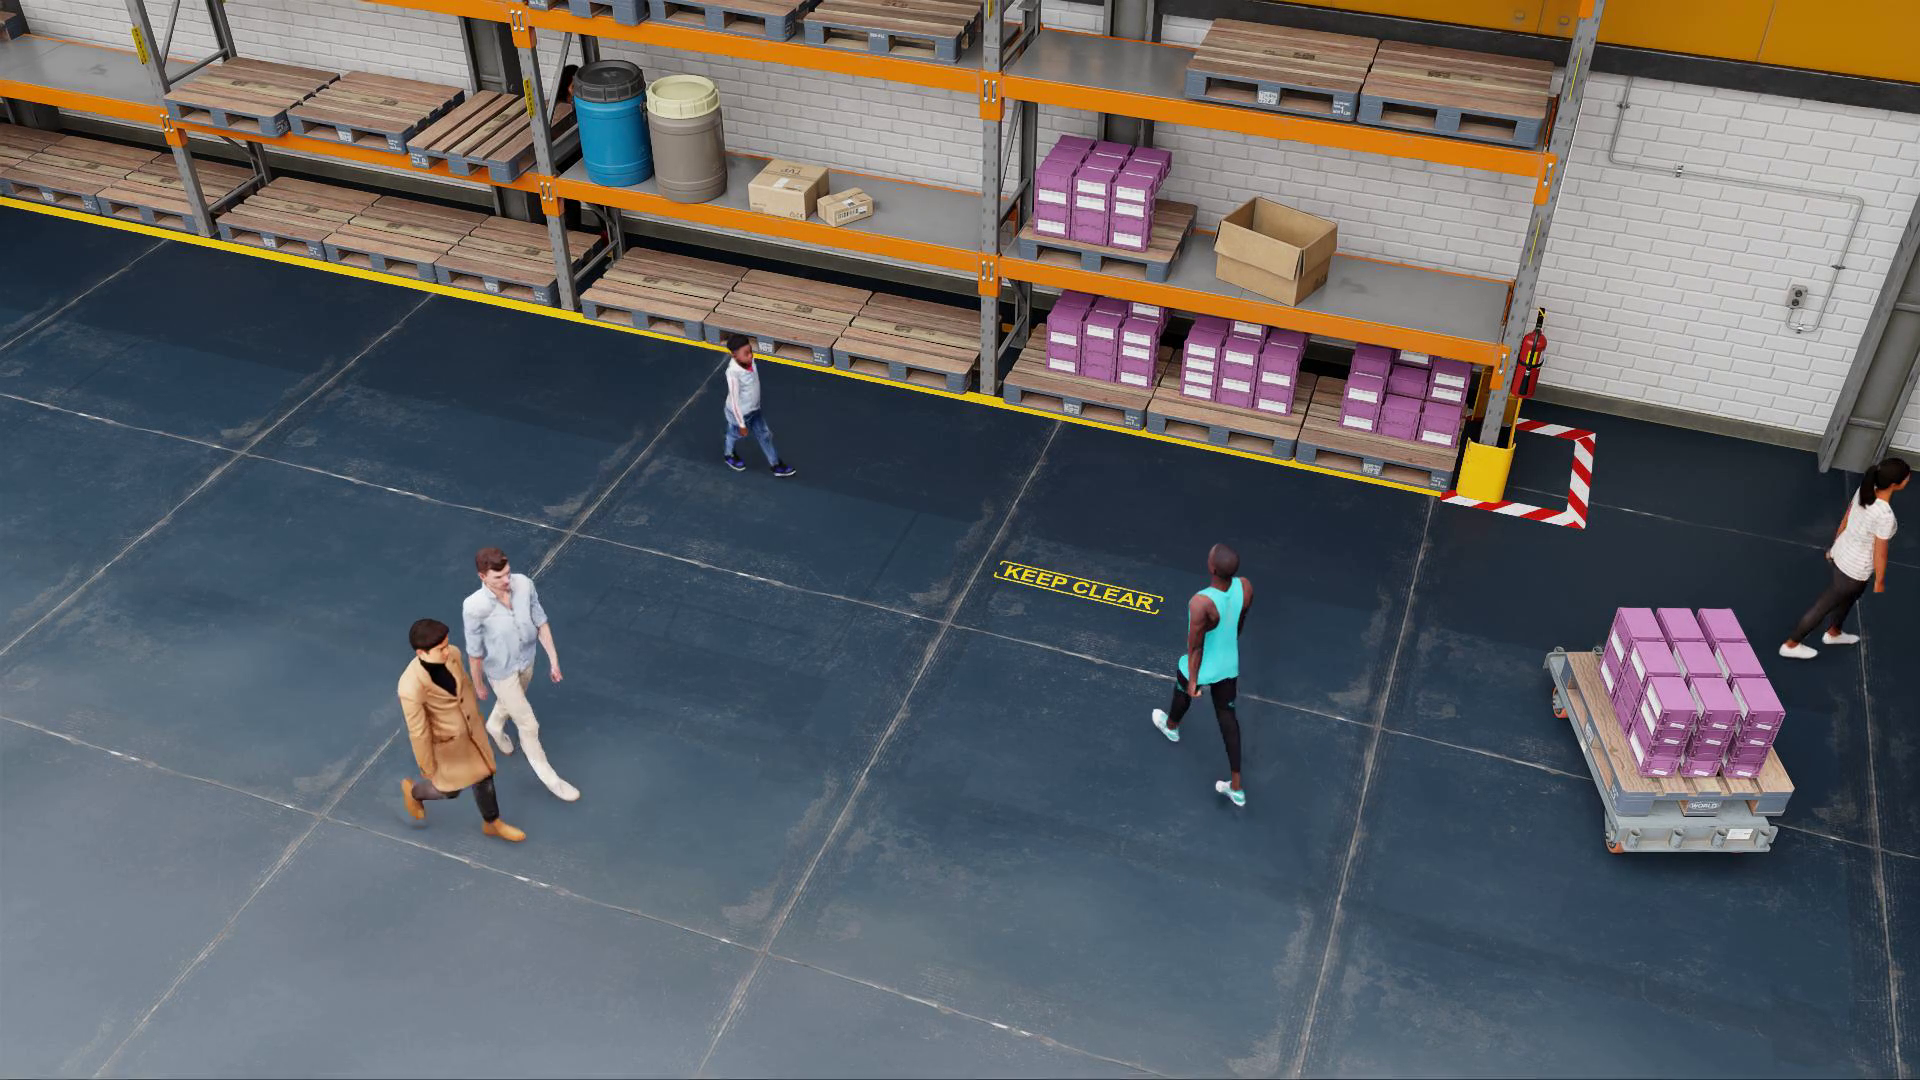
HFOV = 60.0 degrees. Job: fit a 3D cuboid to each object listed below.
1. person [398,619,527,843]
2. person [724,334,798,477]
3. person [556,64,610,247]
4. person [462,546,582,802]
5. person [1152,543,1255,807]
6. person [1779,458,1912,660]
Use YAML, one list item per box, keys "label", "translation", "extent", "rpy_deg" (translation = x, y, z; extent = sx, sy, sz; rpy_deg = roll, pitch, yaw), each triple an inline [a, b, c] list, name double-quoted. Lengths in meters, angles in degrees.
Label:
- label: "person"
  translation: [-3.019, 1.104, 9.636]
  extent: [1.007, 1.702, 0.716]
  rpy_deg: [16, 41, 19]
- label: "person"
  translation: [-1.693, -1.027, 12.687]
  extent: [0.906, 1.224, 0.595]
  rpy_deg: [20, 43, 23]
- label: "person"
  translation: [-3.487, -3.527, 15.346]
  extent: [0.773, 1.813, 0.835]
  rpy_deg: [-16, 41, -19]
- label: "person"
  translation: [-2.755, 0.719, 10.031]
  extent: [1.220, 1.811, 0.879]
  rpy_deg: [28, 46, 31]
- label: "person"
  translation: [1.566, 0.823, 9.943]
  extent: [1.163, 1.759, 1.222]
  rpy_deg: [-17, 42, -20]
- label: "person"
  translation: [5.751, 0.155, 10.888]
  extent: [0.851, 1.623, 0.675]
  rpy_deg: [4, 39, 5]
